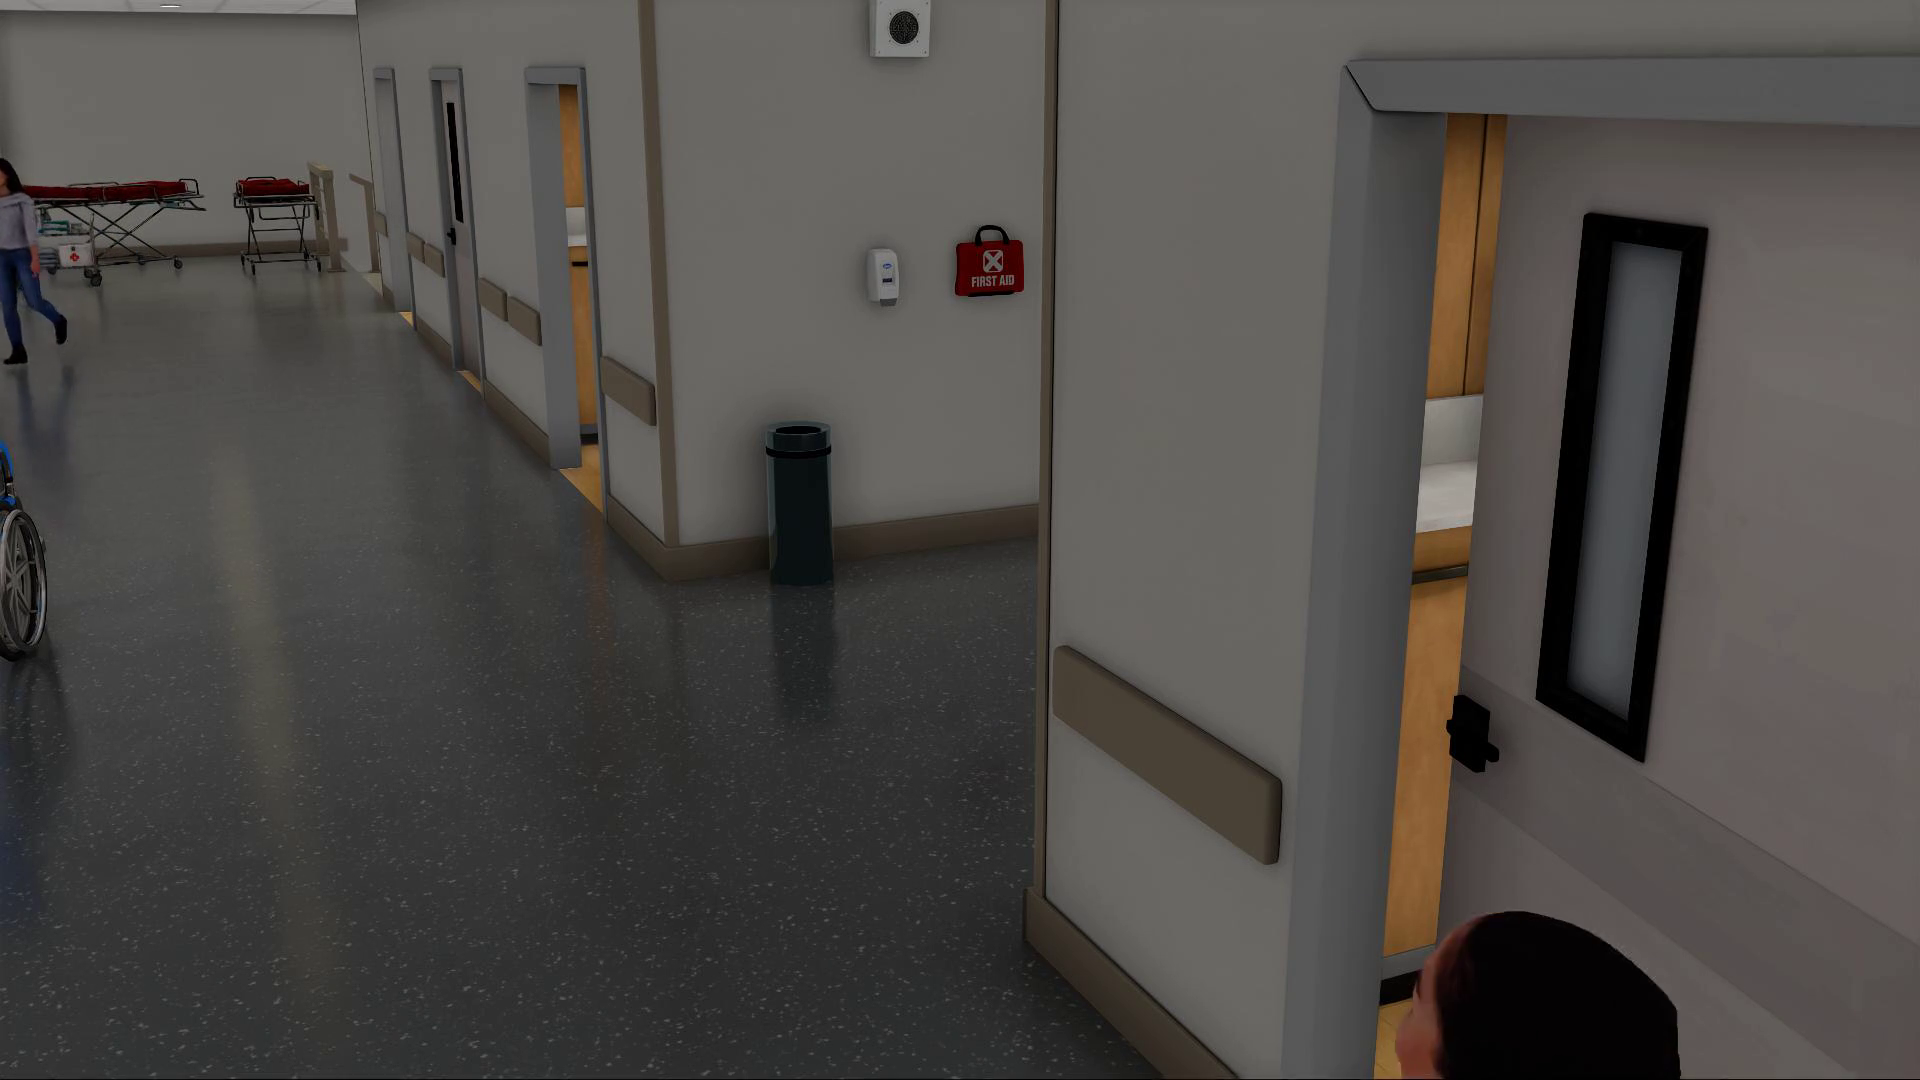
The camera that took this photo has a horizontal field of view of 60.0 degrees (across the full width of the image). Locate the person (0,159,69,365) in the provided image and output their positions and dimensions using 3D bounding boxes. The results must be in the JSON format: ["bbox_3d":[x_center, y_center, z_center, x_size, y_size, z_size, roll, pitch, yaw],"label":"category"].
[{"bbox_3d":[-7.539,-2.239,13.385,0.891,1.615,1.038,2,16,6],"label":"person"}]
